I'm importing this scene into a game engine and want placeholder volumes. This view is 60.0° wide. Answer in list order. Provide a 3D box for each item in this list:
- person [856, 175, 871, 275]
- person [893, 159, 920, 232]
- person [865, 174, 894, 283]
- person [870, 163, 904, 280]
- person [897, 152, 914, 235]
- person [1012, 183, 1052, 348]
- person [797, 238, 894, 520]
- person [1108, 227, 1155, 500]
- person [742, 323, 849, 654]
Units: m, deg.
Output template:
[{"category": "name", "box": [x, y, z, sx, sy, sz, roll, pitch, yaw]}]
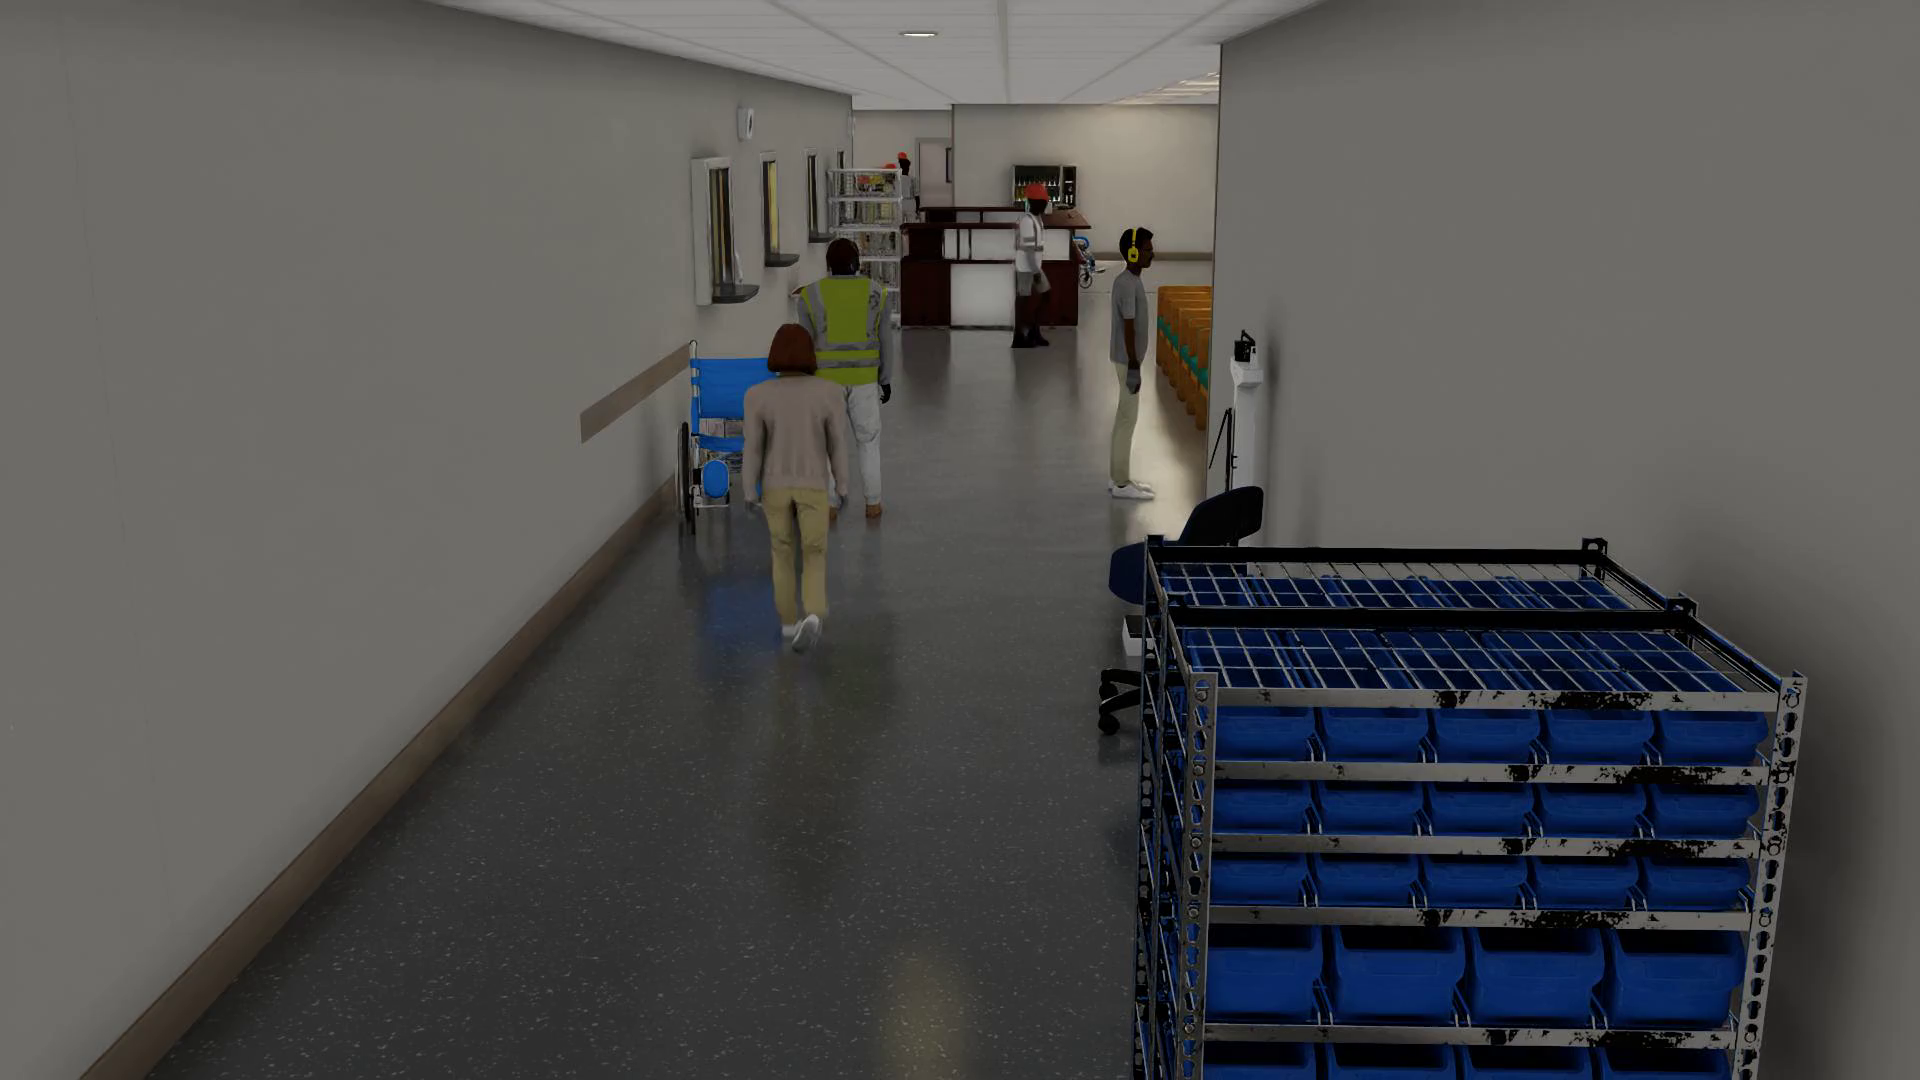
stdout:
[{"category": "person", "box": [-1.689, -5.577, 29.451, 0.328, 1.752, 0.563, -6, 15, -25]}, {"category": "person", "box": [-1.087, -6.566, 33.037, 0.611, 1.962, 0.362, 1, 14, 4]}, {"category": "person", "box": [-1.329, -5.044, 27.169, 0.403, 1.818, 0.601, 11, 17, 37]}, {"category": "person", "box": [-1.125, -5.360, 28.120, 0.925, 1.960, 0.608, 4, 14, 16]}, {"category": "person", "box": [-1.406, -8.488, 40.764, 0.622, 1.996, 0.370, 10, 17, 36]}, {"category": "person", "box": [0.866, -3.184, 19.414, 0.578, 1.918, 0.555, 6, 15, 23]}, {"category": "person", "box": [-0.751, -1.045, 10.887, 0.634, 1.839, 0.429, -3, 14, -10]}, {"category": "person", "box": [1.199, -1.219, 11.531, 0.321, 1.871, 0.532, 0, 14, 1]}, {"category": "person", "box": [-0.804, -0.239, 8.077, 0.517, 1.607, 0.665, 0, 14, 1]}]
